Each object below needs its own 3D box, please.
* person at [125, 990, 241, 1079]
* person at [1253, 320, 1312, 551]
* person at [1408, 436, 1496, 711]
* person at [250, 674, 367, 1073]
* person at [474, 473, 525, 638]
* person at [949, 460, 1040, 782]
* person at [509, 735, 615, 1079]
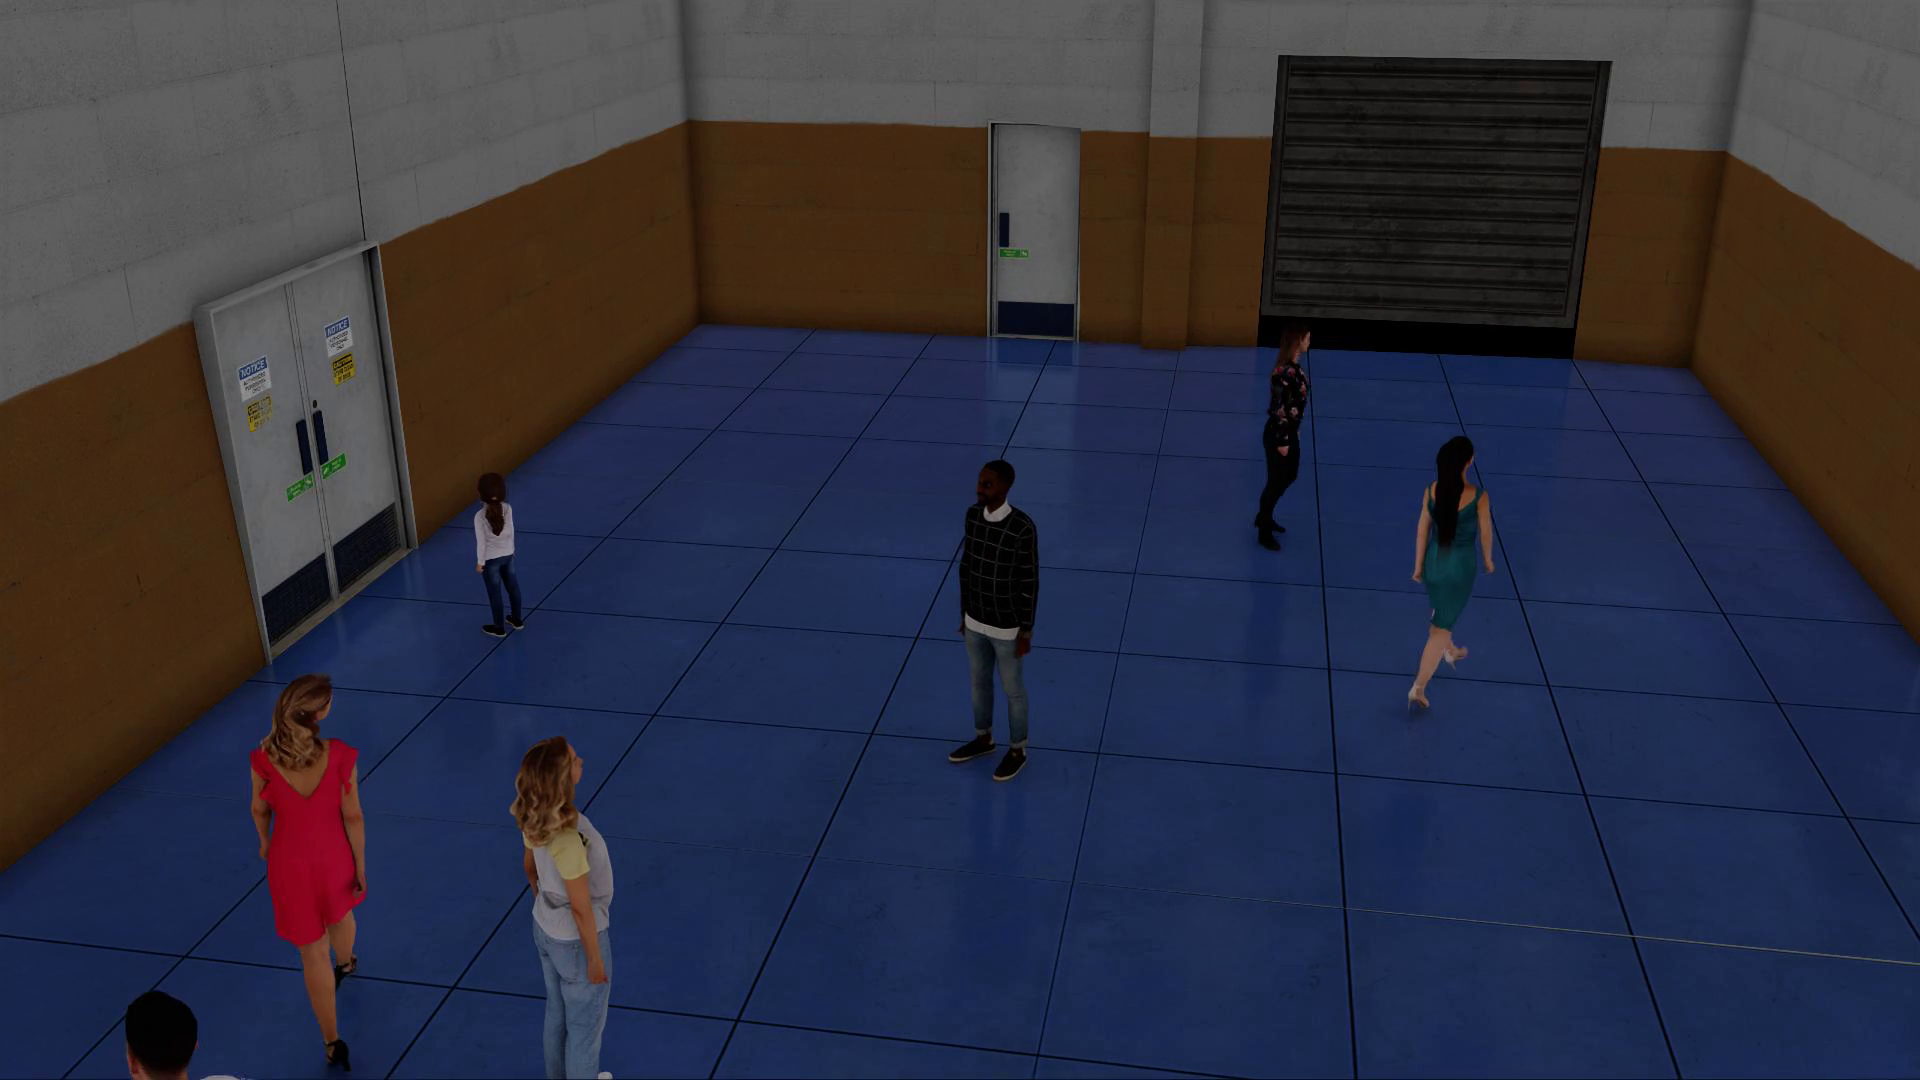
[{"bbox_3d":[-2.073,2.150,4.747,0.872,1.830,0.702,5,22,12],"label":"person"},{"bbox_3d":[2.342,-0.788,12.273,0.643,1.670,0.732,14,26,30],"label":"person"},{"bbox_3d":[2.835,0.241,9.753,1.042,1.640,0.941,17,27,36],"label":"person"},{"bbox_3d":[-2.640,1.405,6.802,1.034,1.680,0.992,-9,24,-22],"label":"person"},{"bbox_3d":[-3.022,0.082,10.859,0.568,1.110,0.523,16,27,34],"label":"person"},{"bbox_3d":[0.215,0.416,9.077,0.690,1.820,0.804,19,29,39],"label":"person"},{"bbox_3d":[-1.508,1.530,6.413,0.768,1.723,0.692,-17,28,-36],"label":"person"}]
